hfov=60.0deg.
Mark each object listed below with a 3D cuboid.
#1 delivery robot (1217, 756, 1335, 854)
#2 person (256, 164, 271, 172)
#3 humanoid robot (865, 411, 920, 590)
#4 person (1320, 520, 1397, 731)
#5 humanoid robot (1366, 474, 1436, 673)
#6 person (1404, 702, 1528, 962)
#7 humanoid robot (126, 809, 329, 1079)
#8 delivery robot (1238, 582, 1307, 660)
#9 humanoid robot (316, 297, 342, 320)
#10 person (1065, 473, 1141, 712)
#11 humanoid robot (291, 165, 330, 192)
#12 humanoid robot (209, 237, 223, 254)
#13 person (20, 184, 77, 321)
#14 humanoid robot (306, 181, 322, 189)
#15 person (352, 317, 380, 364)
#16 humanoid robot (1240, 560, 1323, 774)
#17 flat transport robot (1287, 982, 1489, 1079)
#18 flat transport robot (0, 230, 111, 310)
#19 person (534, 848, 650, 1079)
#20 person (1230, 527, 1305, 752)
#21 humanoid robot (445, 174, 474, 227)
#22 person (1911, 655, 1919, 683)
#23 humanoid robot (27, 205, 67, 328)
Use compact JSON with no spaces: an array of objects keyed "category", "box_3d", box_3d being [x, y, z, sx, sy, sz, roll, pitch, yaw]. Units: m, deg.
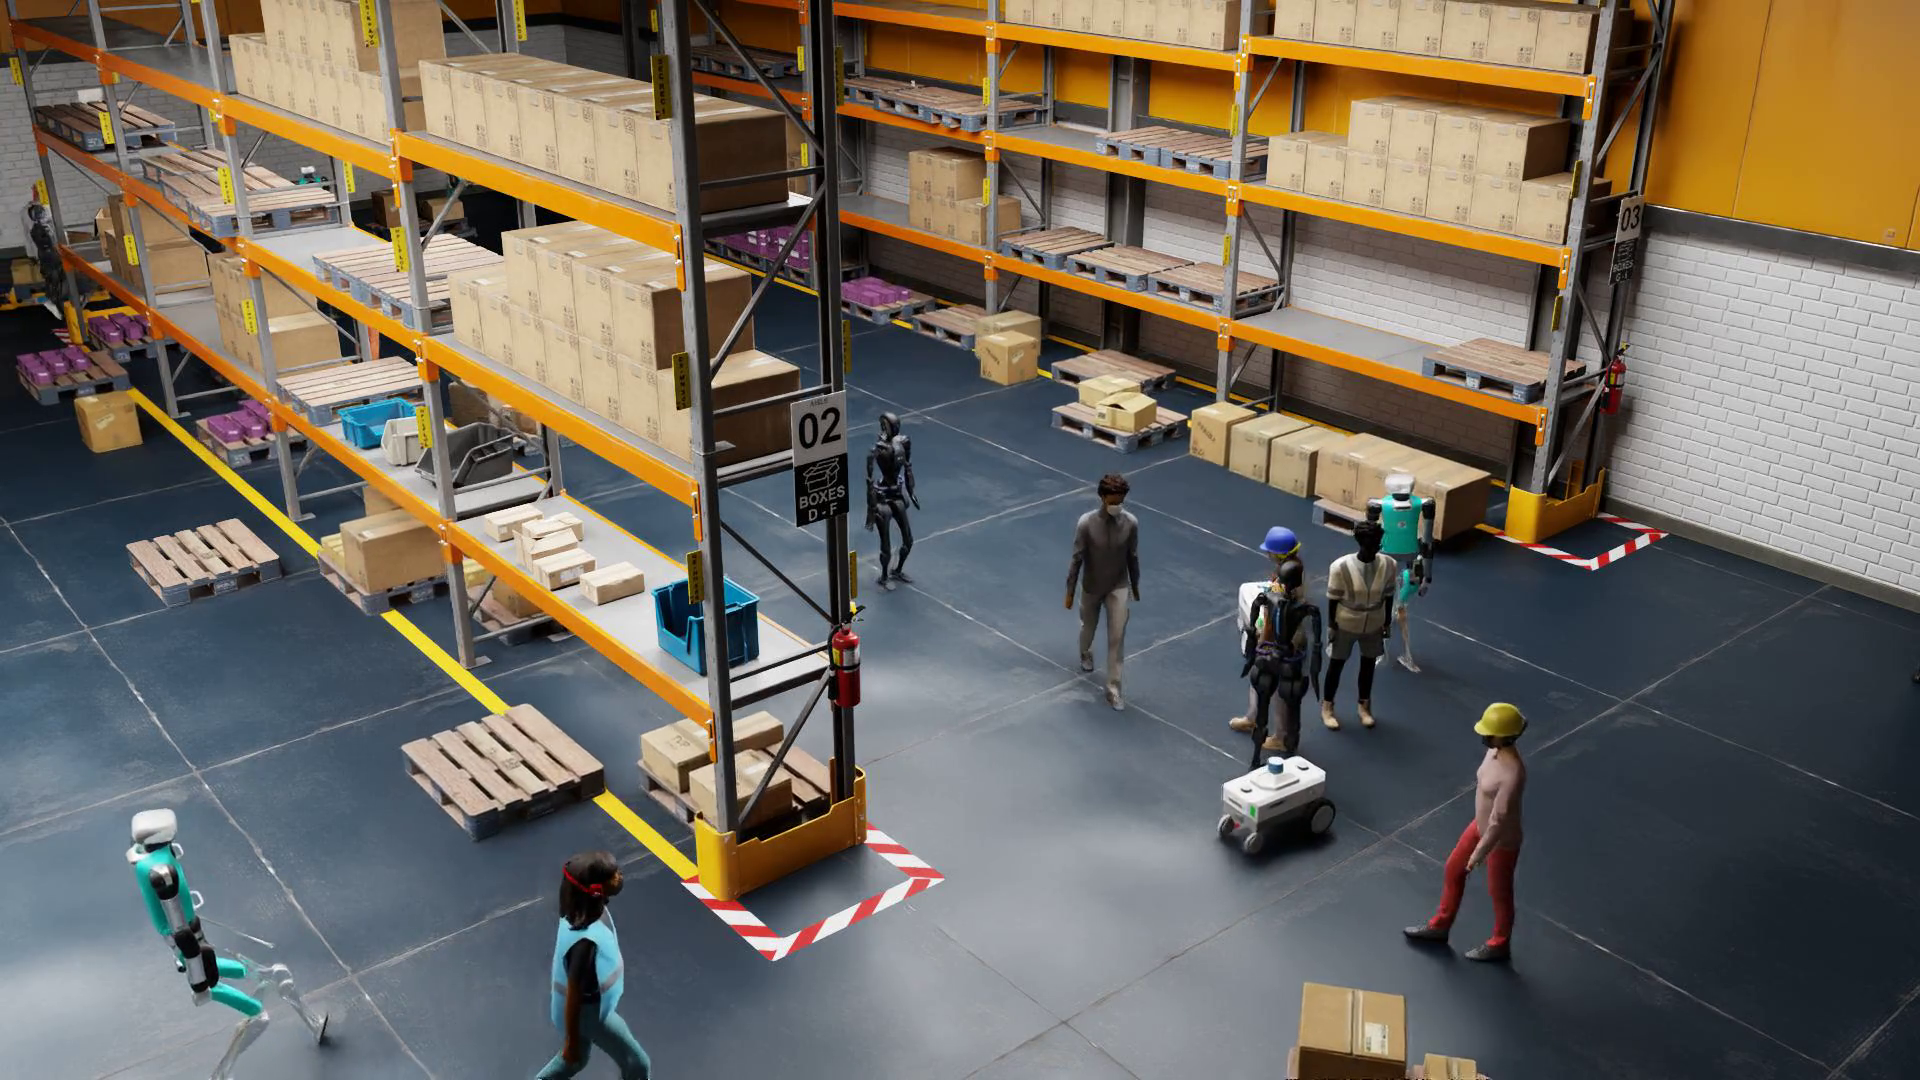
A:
[{"category":"delivery robot","box_3d":[2.131,1.746,11.247,0.798,0.601,0.499,-15,27,-30]},{"category":"person","box_3d":[-10.233,-4.792,24.914,0.563,1.722,0.600,0,23,1]},{"category":"humanoid robot","box_3d":[-0.616,-0.359,14.690,0.306,1.651,0.616,19,30,38]},{"category":"person","box_3d":[2.972,0.628,12.399,0.535,1.692,0.319,-3,24,-6]},{"category":"humanoid robot","box_3d":[3.450,0.231,13.252,0.590,1.767,0.719,3,24,6]},{"category":"person","box_3d":[3.011,1.734,9.758,0.689,1.747,0.530,0,23,1]},{"category":"humanoid robot","box_3d":[-3.804,2.133,8.880,0.932,1.778,0.545,-16,28,-33]},{"category":"delivery robot","box_3d":[2.556,0.647,13.788,0.499,0.597,0.790,-2,23,-5]},{"category":"humanoid robot","box_3d":[-8.749,-3.758,22.536,1.049,1.741,0.560,7,24,16]},{"category":"person","box_3d":[1.107,0.311,12.928,0.599,1.860,0.886,-2,23,-5]},{"category":"humanoid robot","box_3d":[-9.560,-4.665,24.577,0.538,1.788,0.667,-16,28,-32]},{"category":"humanoid robot","box_3d":[-11.431,-4.980,25.429,0.474,1.642,0.587,-18,29,-36]},{"category":"person","box_3d":[-12.422,-3.894,22.629,0.712,1.885,0.548,7,24,16]},{"category":"humanoid robot","box_3d":[-9.147,-4.350,23.941,0.365,1.656,0.583,2,23,4]},{"category":"person","box_3d":[-7.199,-2.753,20.141,0.500,1.759,0.334,14,27,29]},{"category":"humanoid robot","box_3d":[2.259,0.912,11.752,0.603,1.655,0.313,14,27,30]},{"category":"flat transport robot","box_3d":[2.180,3.228,8.168,1.431,0.231,0.659,5,24,12]},{"category":"flat transport robot","box_3d":[-12.958,-3.525,23.806,1.431,0.231,0.659,-10,25,-23]},{"category":"person","box_3d":[-1.899,2.330,8.306,1.004,1.816,0.528,-5,24,-12]},{"category":"person","box_3d":[2.210,0.710,12.105,0.633,1.754,0.486,10,25,21]},{"category":"humanoid robot","box_3d":[-8.442,-5.952,27.692,0.732,1.883,0.546,9,25,19]},{"category":"person","box_3d":[7.814,0.261,12.957,0.547,1.925,0.387,13,27,28]},{"category":"humanoid robot","box_3d":[-12.247,-3.697,22.427,0.587,1.642,0.345,20,30,38]}]
